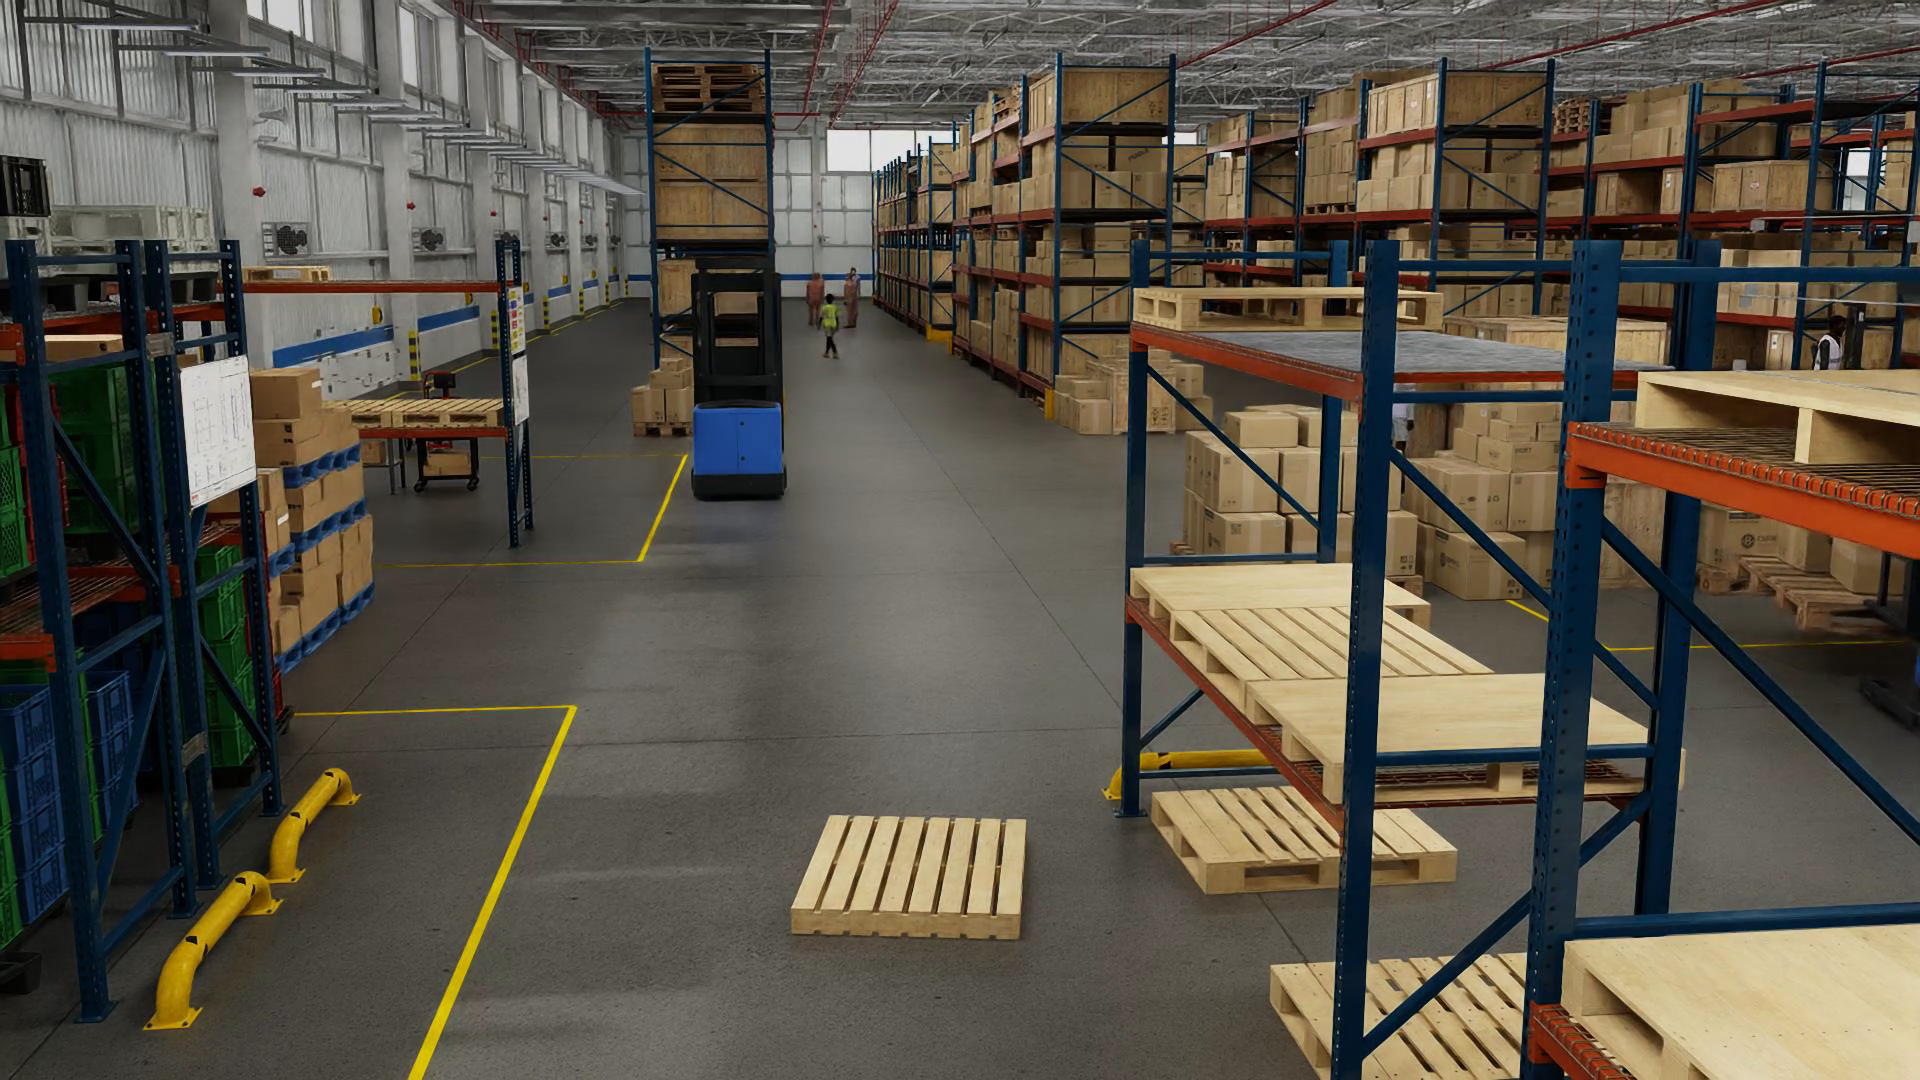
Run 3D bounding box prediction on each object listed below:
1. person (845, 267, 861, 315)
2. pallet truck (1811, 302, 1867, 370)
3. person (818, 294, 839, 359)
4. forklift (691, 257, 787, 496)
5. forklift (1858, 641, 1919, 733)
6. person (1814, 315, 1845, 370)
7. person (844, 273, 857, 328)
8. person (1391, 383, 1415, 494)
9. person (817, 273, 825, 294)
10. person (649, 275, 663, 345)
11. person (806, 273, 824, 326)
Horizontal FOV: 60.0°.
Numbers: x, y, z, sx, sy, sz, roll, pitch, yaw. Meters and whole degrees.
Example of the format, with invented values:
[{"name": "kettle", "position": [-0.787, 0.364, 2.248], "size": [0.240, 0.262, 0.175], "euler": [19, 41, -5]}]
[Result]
[{"name": "person", "position": [-4.318, -10.041, 67.181], "size": [0.631, 1.940, 0.372], "euler": [-2, 11, -13]}, {"name": "pallet truck", "position": [15.846, -3.142, 28.793], "size": [1.885, 1.965, 0.823], "euler": [2, 10, 12]}, {"name": "person", "position": [-3.320, -5.501, 42.782], "size": [0.530, 1.664, 0.827], "euler": [-9, 14, -41]}, {"name": "forklift", "position": [-2.687, -2.014, 20.094], "size": [1.129, 2.768, 1.873], "euler": [-1, 10, -6]}, {"name": "forklift", "position": [6.370, -0.166, 9.855], "size": [1.129, 2.768, 1.873], "euler": [2, 10, 11]}, {"name": "person", "position": [13.124, -2.441, 25.158], "size": [0.398, 1.911, 0.587], "euler": [10, 14, 43]}, {"name": "person", "position": [-3.826, -8.306, 57.657], "size": [0.399, 1.909, 0.642], "euler": [6, 12, 31]}, {"name": "person", "position": [5.263, -1.527, 20.015], "size": [0.376, 1.934, 0.547], "euler": [-6, 12, -31]}, {"name": "person", "position": [-6.144, -10.724, 71.916], "size": [0.539, 1.593, 0.856], "euler": [1, 10, 8]}, {"name": "person", "position": [-8.826, -6.665, 48.183], "size": [0.384, 2.041, 0.615], "euler": [3, 11, 18]}, {"name": "person", "position": [-5.161, -8.526, 58.970], "size": [0.670, 1.870, 0.896], "euler": [-3, 11, -16]}]
